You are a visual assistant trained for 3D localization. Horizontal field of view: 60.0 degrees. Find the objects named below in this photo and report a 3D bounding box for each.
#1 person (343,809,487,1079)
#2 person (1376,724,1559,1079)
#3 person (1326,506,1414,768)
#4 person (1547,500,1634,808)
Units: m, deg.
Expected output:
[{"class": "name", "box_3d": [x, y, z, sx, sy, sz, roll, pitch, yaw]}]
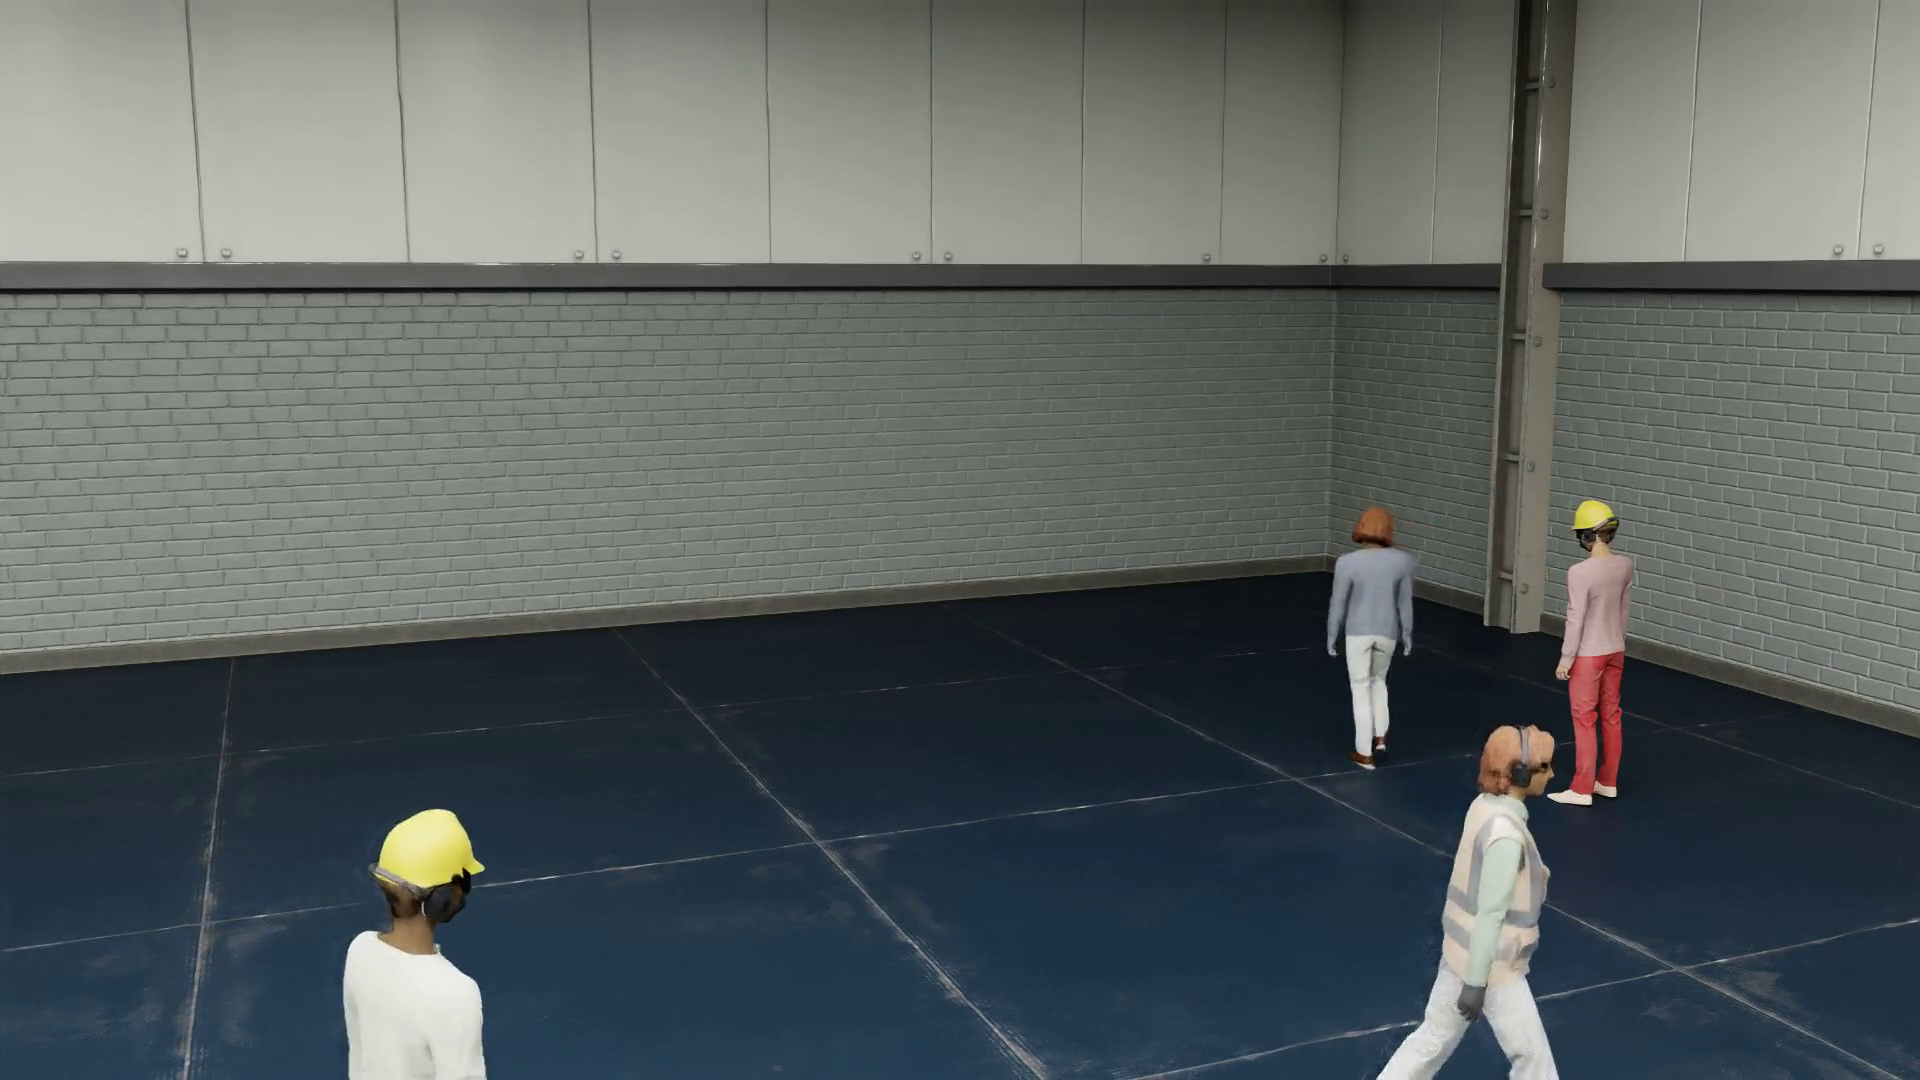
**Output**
[{"class": "person", "box_3d": [-1.367, 1.530, 4.043, 0.531, 1.750, 0.554, 8, 12, 41]}, {"class": "person", "box_3d": [1.726, 1.376, 5.498, 0.884, 1.588, 0.519, 1, 9, 9]}, {"class": "person", "box_3d": [2.525, 0.595, 10.286, 0.524, 1.610, 0.394, -1, 9, -7]}, {"class": "person", "box_3d": [3.612, 0.650, 9.518, 0.522, 1.762, 0.320, -6, 11, -32]}]
